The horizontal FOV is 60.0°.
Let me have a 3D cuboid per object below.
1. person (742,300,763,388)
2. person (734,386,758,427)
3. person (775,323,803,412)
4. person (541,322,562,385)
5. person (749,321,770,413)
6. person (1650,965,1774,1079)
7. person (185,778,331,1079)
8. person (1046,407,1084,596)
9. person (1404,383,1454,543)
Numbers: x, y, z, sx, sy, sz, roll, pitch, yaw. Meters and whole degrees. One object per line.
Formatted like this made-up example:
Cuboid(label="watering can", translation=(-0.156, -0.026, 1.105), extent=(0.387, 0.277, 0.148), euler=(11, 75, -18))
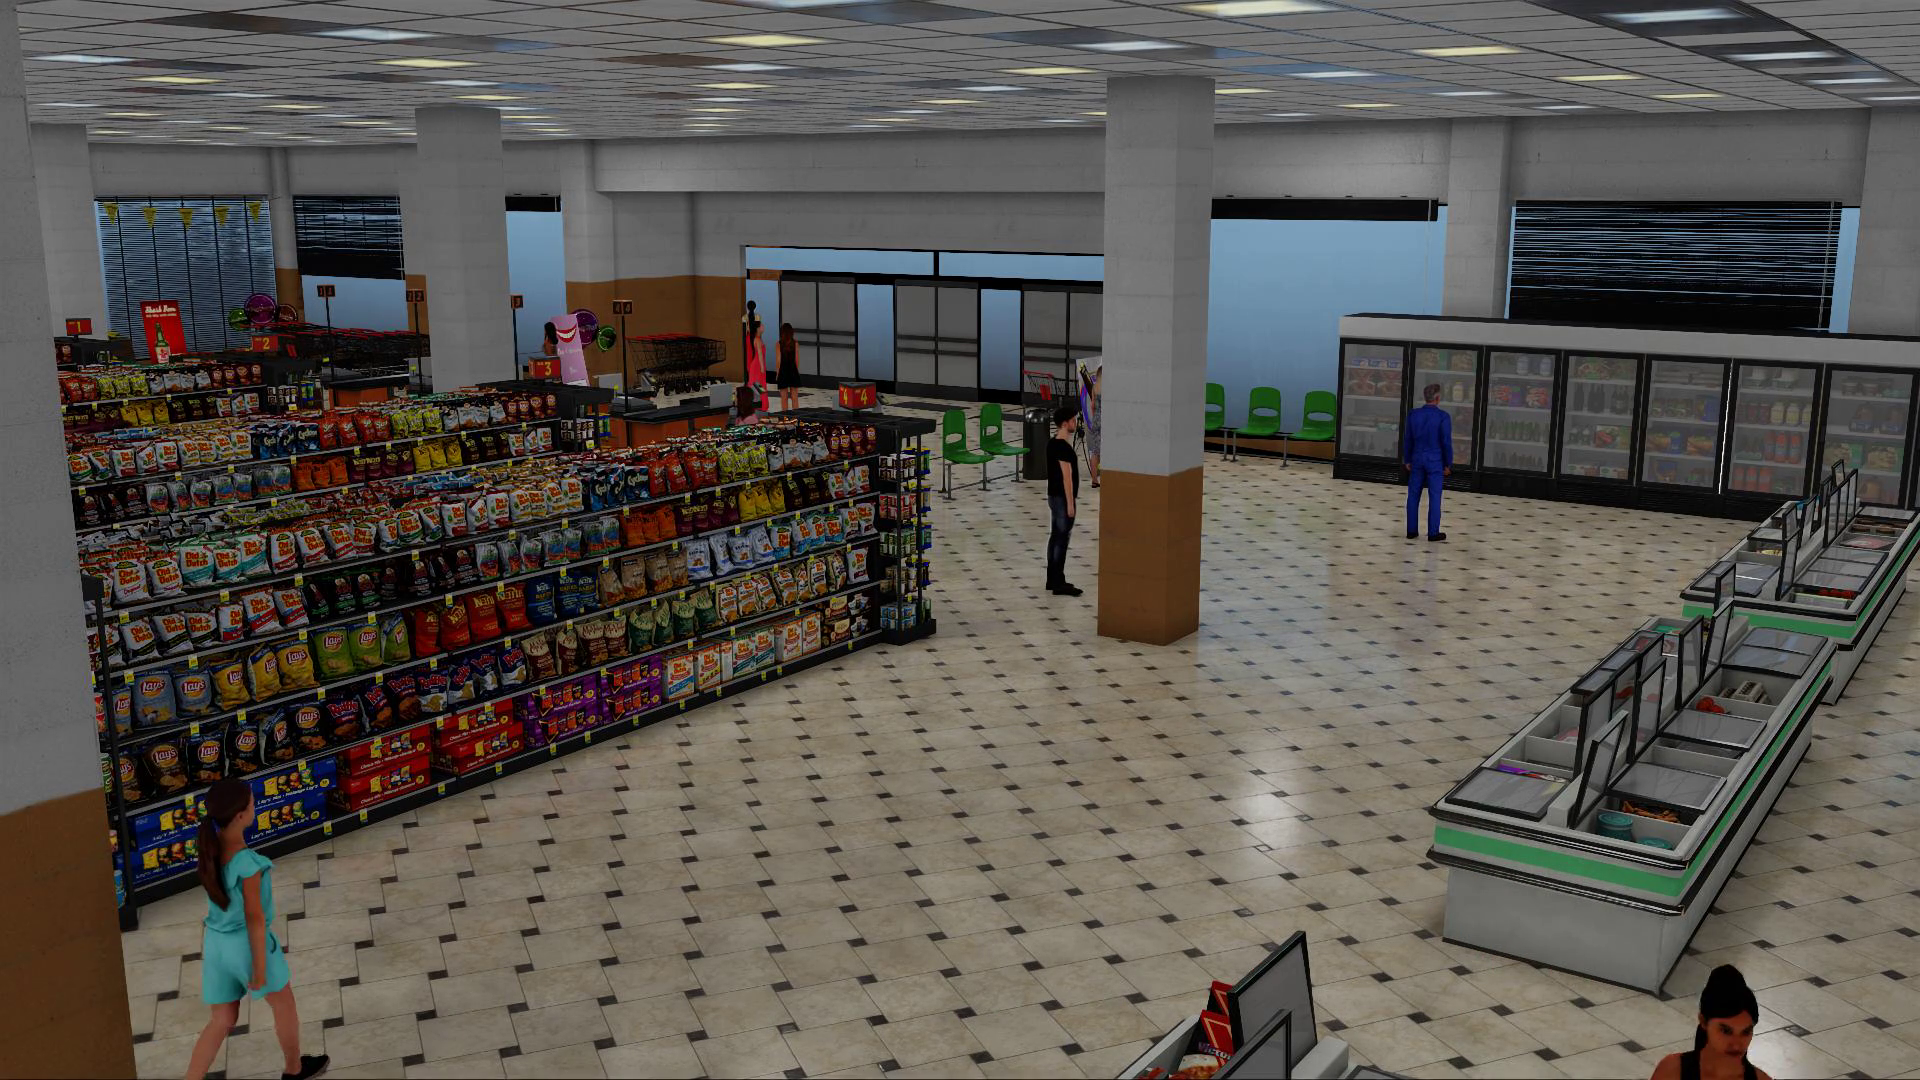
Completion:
Cuboid(label="person", translation=(-4.313, -4.079, 34.555), extent=(0.638, 1.792, 0.743), euler=(-5, 13, -23))
Cuboid(label="person", translation=(-2.478, -0.906, 19.466), extent=(0.724, 1.801, 0.694), euler=(-4, 12, -17))
Cuboid(label="person", translation=(-2.916, -2.763, 28.204), extent=(0.638, 1.834, 0.732), euler=(-4, 13, -20))
Cuboid(label="person", translation=(-7.554, -3.215, 30.812), extent=(0.785, 1.645, 0.634), euler=(2, 12, 8))
Cuboid(label="person", translation=(-3.649, -3.103, 30.082), extent=(0.752, 1.727, 0.715), euler=(-4, 13, -18))
Cuboid(label="person", translation=(2.353, 2.138, 5.377), extent=(0.832, 1.650, 0.979), euler=(1, 12, 5))
Cuboid(label="person", translation=(-3.197, 1.806, 7.243), extent=(0.681, 1.530, 1.068), euler=(5, 13, 23))
Cuboid(label="person", translation=(1.032, -0.406, 16.863), extent=(0.811, 1.896, 0.759), euler=(-2, 12, -12))
Cuboid(label="person", translation=(5.461, -0.913, 19.434), extent=(0.730, 1.828, 0.550), euler=(9, 15, 37))
